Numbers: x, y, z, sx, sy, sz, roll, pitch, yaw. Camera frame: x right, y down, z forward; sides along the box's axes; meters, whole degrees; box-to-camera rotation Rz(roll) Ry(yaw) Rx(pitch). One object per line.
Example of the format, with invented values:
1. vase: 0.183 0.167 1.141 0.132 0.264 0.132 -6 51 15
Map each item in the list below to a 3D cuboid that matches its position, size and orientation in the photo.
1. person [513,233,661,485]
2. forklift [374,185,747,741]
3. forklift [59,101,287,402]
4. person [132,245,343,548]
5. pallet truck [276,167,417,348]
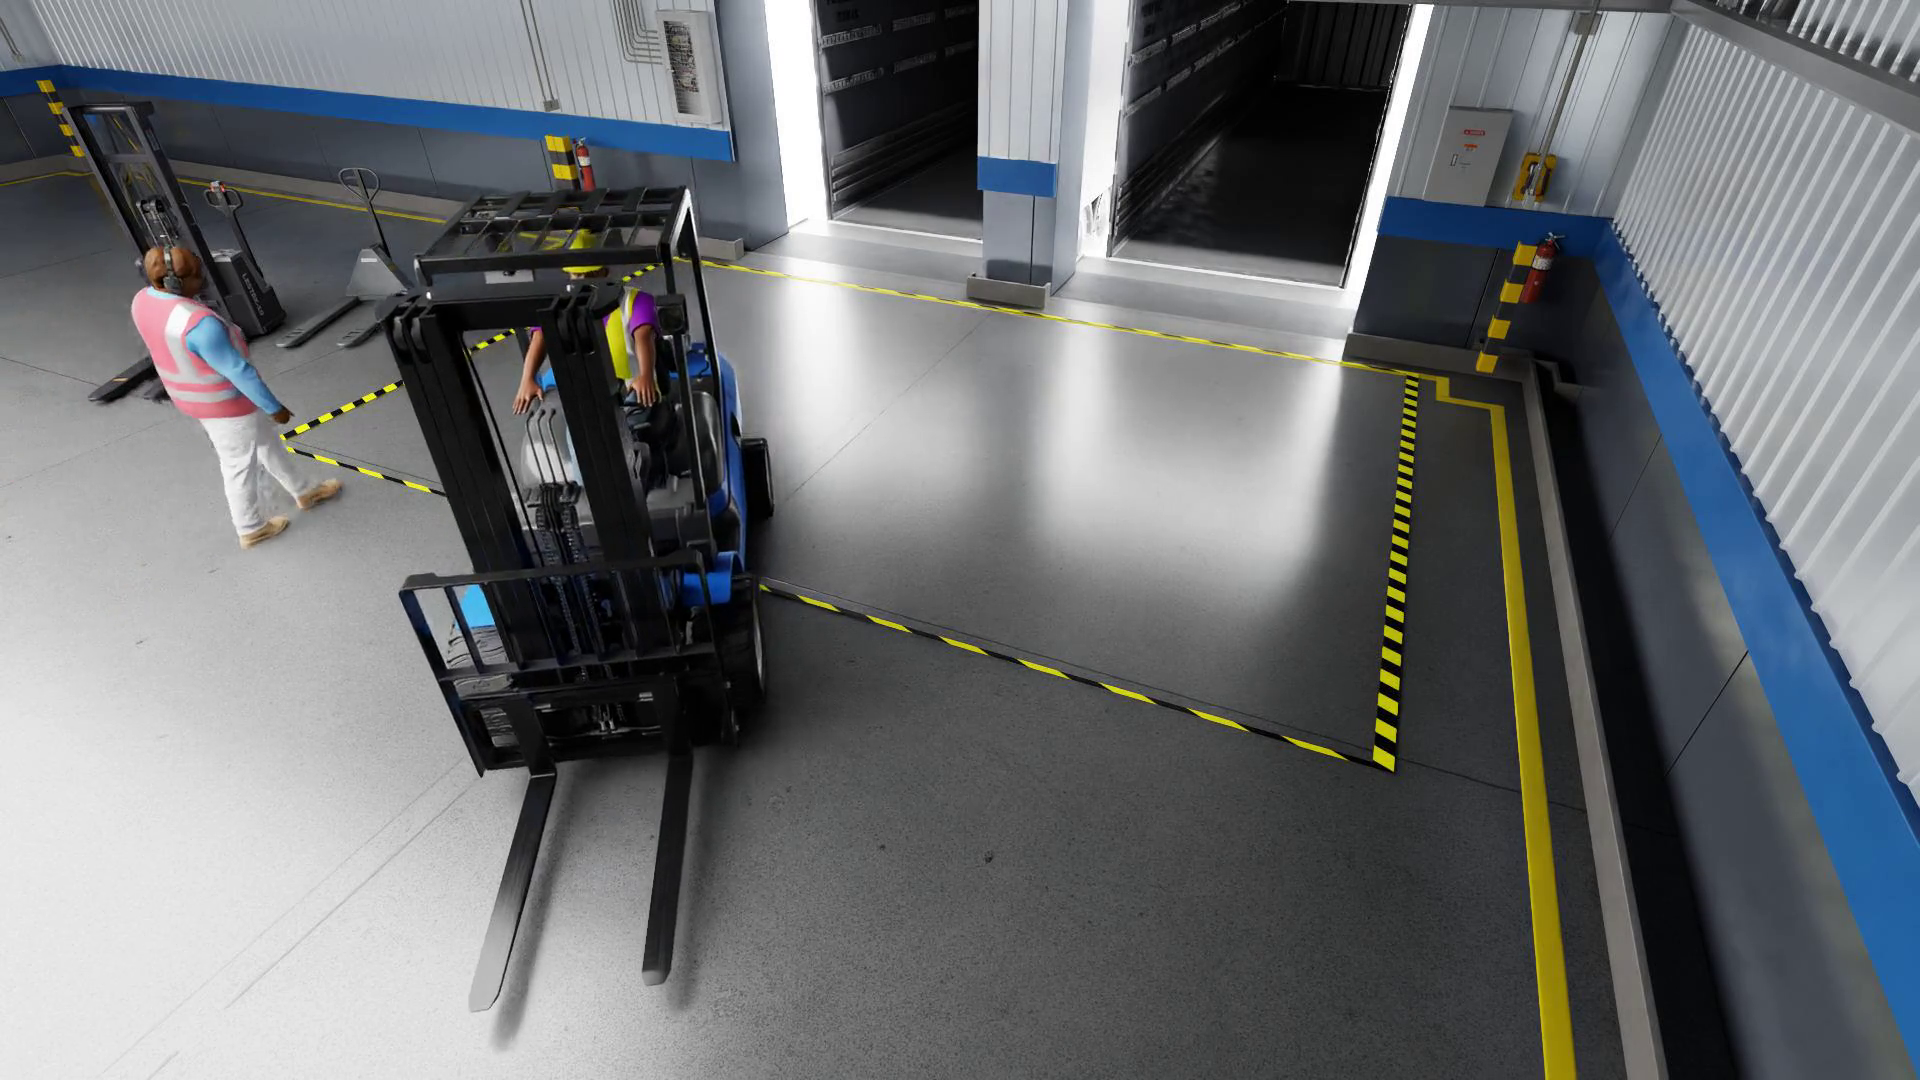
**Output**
1. person: -1.748 -0.708 4.396 0.635 1.293 1.004 -5 35 -7
2. forklift: -1.750 -0.589 4.553 1.157 2.036 2.680 -5 35 -7
3. forklift: -6.686 -2.387 7.434 0.823 1.965 1.885 -3 35 -5
4. person: -4.223 -0.846 5.393 0.645 1.810 0.716 18 39 24
5. pallet truck: -5.732 -2.611 8.414 0.680 1.201 1.601 -1 35 -1
